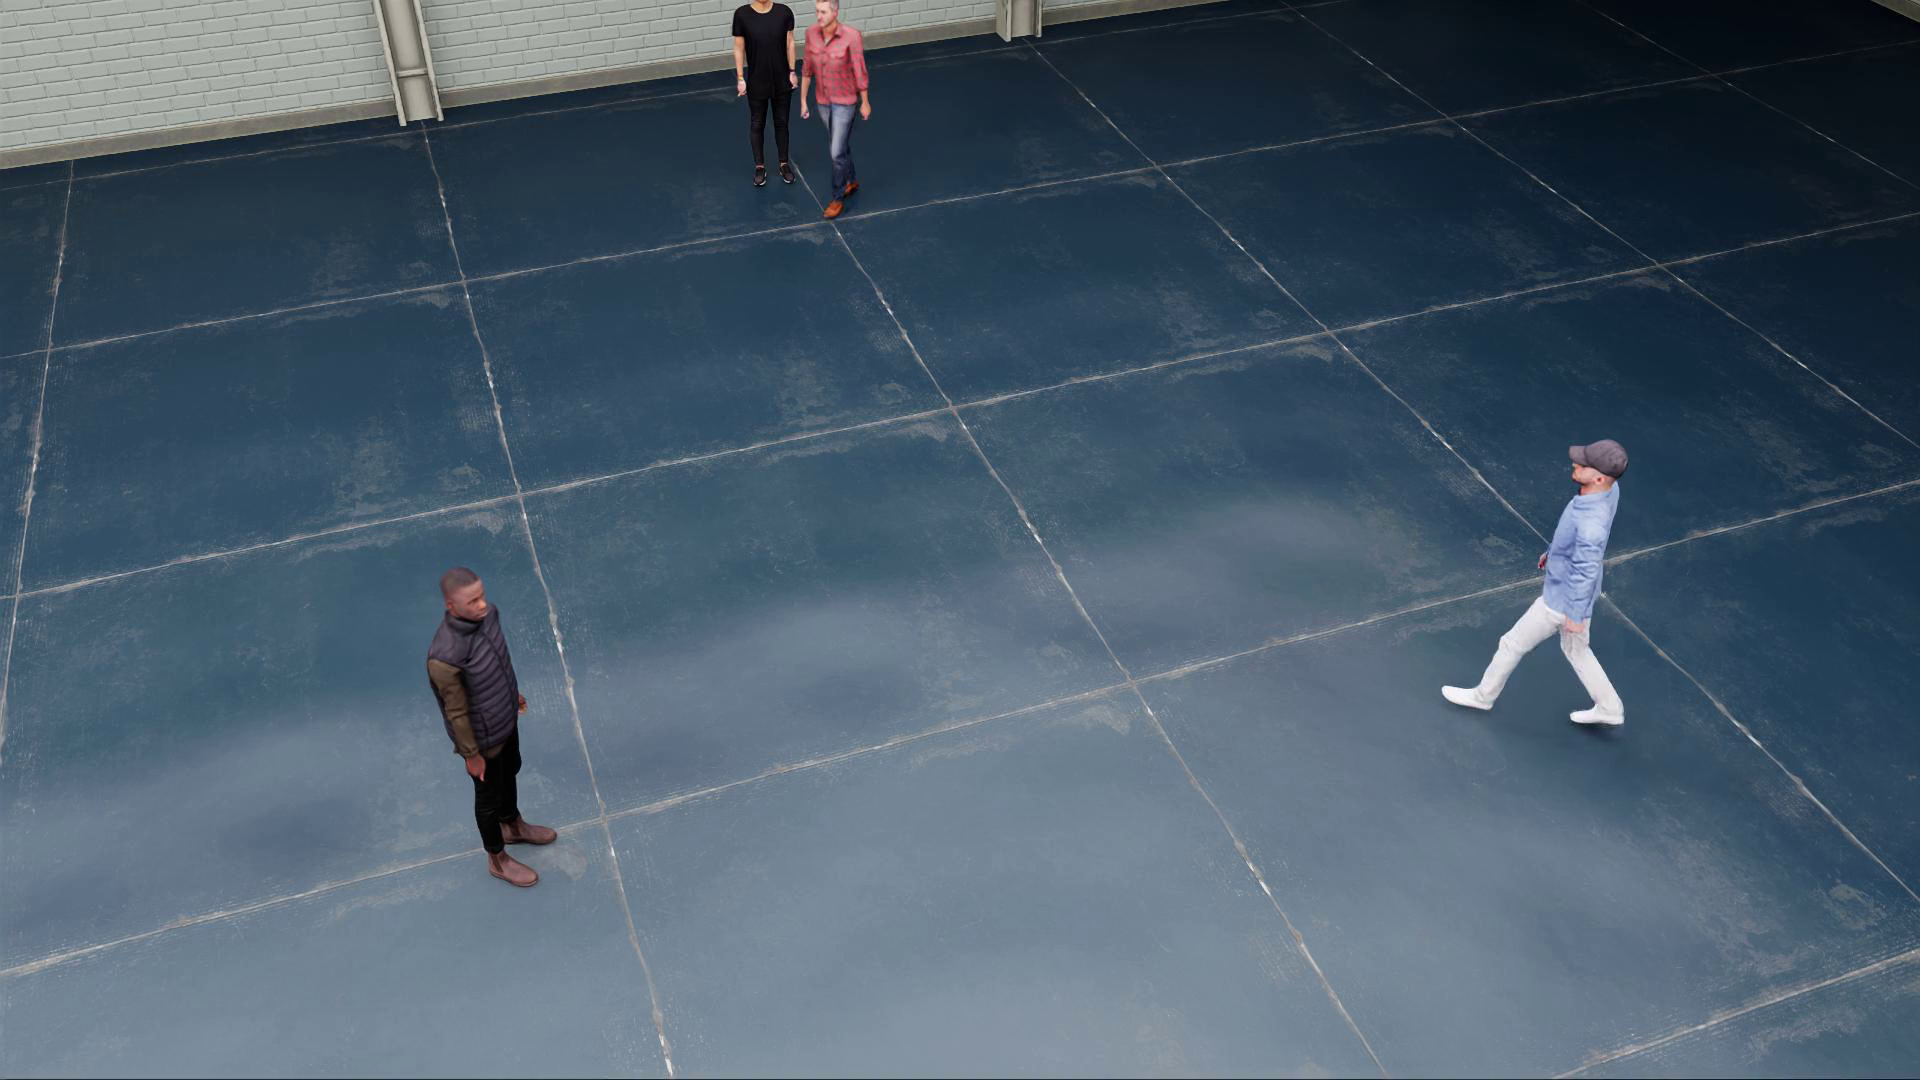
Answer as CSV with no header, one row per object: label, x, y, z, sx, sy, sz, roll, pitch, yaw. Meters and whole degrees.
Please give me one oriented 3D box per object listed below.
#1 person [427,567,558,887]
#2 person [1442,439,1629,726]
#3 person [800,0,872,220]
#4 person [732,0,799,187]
person,-2.239,0.867,7.862,0.761,1.838,0.779,6,38,7
person,3.235,0.277,8.602,1.191,1.855,1.178,19,42,23
person,-0.957,-3.630,13.635,1.035,1.806,1.116,20,42,24
person,-1.617,-3.898,13.937,0.552,1.856,0.762,-8,39,-10
